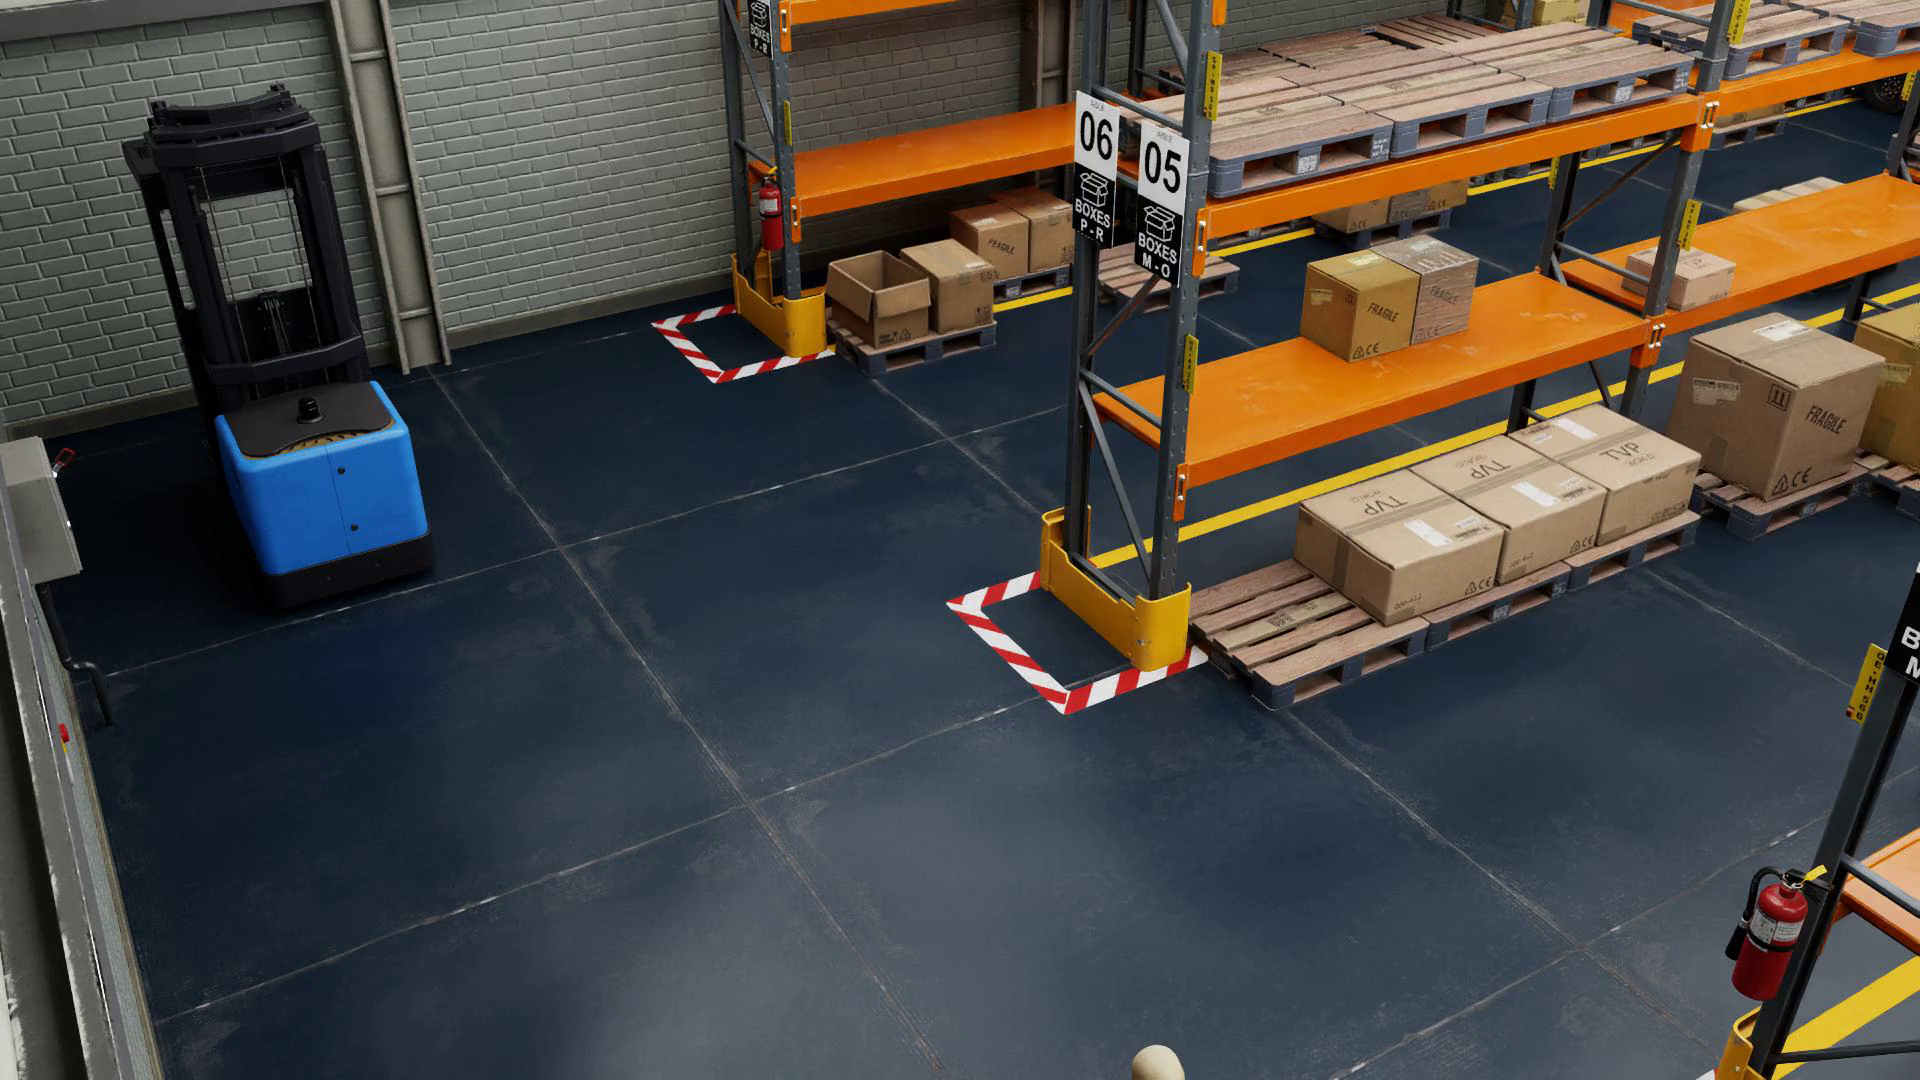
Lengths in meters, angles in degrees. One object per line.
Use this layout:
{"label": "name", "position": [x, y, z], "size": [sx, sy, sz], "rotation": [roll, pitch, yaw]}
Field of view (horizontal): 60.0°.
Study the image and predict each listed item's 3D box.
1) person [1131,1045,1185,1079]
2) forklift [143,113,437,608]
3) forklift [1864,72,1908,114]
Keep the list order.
{"label": "person", "position": [0.607, 2.365, 5.662], "size": [0.589, 1.799, 0.395], "rotation": [-16, 35, -24]}
{"label": "forklift", "position": [-4.289, -1.259, 10.509], "size": [1.129, 2.768, 1.873], "rotation": [-17, 36, -26]}
{"label": "forklift", "position": [11.468, -5.645, 18.244], "size": [1.214, 2.155, 2.313], "rotation": [-17, 36, -26]}
